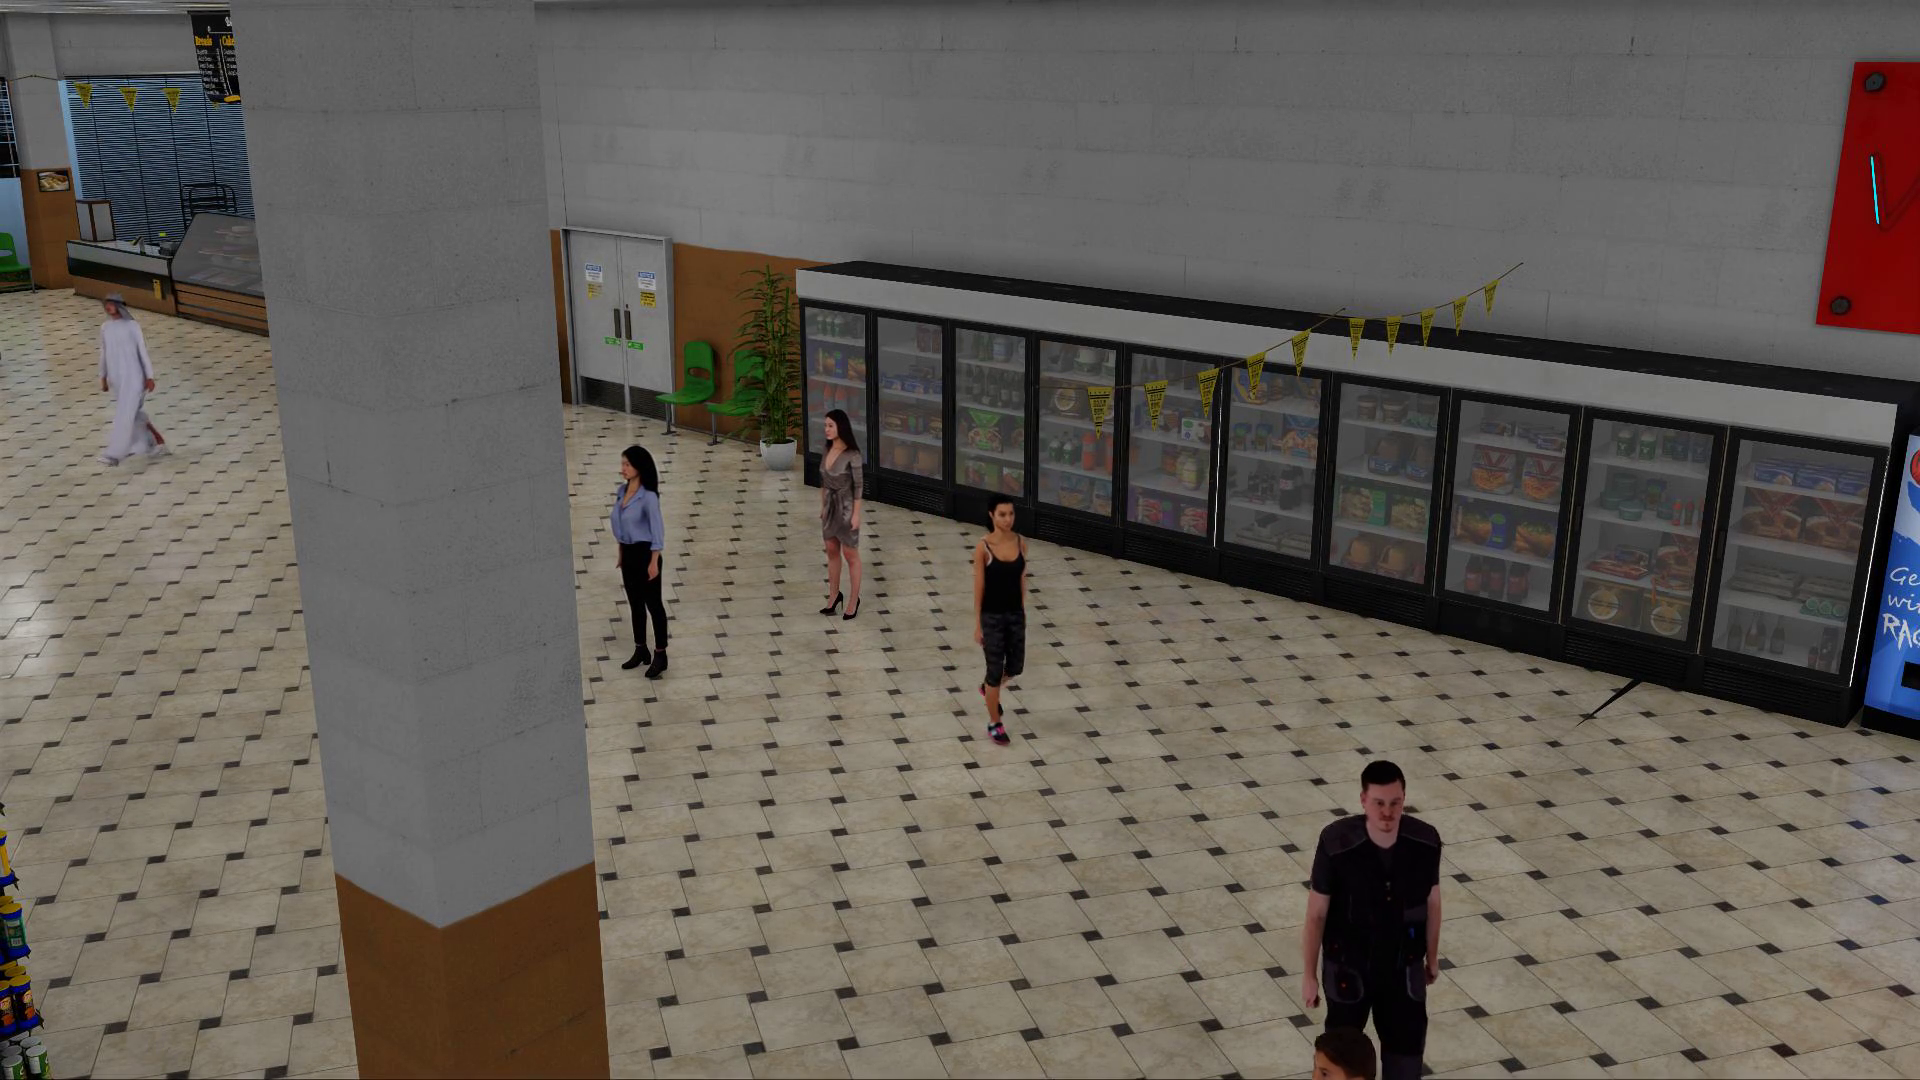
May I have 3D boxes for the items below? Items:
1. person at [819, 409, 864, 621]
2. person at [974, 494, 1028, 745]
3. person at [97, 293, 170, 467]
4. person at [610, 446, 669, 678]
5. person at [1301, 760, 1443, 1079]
[{"bbox_3d":[-0.970,-0.216,13.568,0.585,1.745,0.507,15,22,40],"label":"person"},{"bbox_3d":[0.223,0.506,11.241,0.773,1.715,0.792,-8,18,-24],"label":"person"},{"bbox_3d":[-9.195,-1.782,18.503,1.045,1.874,1.376,5,18,17],"label":"person"},{"bbox_3d":[-2.364,0.153,12.356,0.639,1.743,0.531,15,22,40],"label":"person"},{"bbox_3d":[1.708,1.745,6.976,1.069,1.824,1.149,0,17,1],"label":"person"}]
